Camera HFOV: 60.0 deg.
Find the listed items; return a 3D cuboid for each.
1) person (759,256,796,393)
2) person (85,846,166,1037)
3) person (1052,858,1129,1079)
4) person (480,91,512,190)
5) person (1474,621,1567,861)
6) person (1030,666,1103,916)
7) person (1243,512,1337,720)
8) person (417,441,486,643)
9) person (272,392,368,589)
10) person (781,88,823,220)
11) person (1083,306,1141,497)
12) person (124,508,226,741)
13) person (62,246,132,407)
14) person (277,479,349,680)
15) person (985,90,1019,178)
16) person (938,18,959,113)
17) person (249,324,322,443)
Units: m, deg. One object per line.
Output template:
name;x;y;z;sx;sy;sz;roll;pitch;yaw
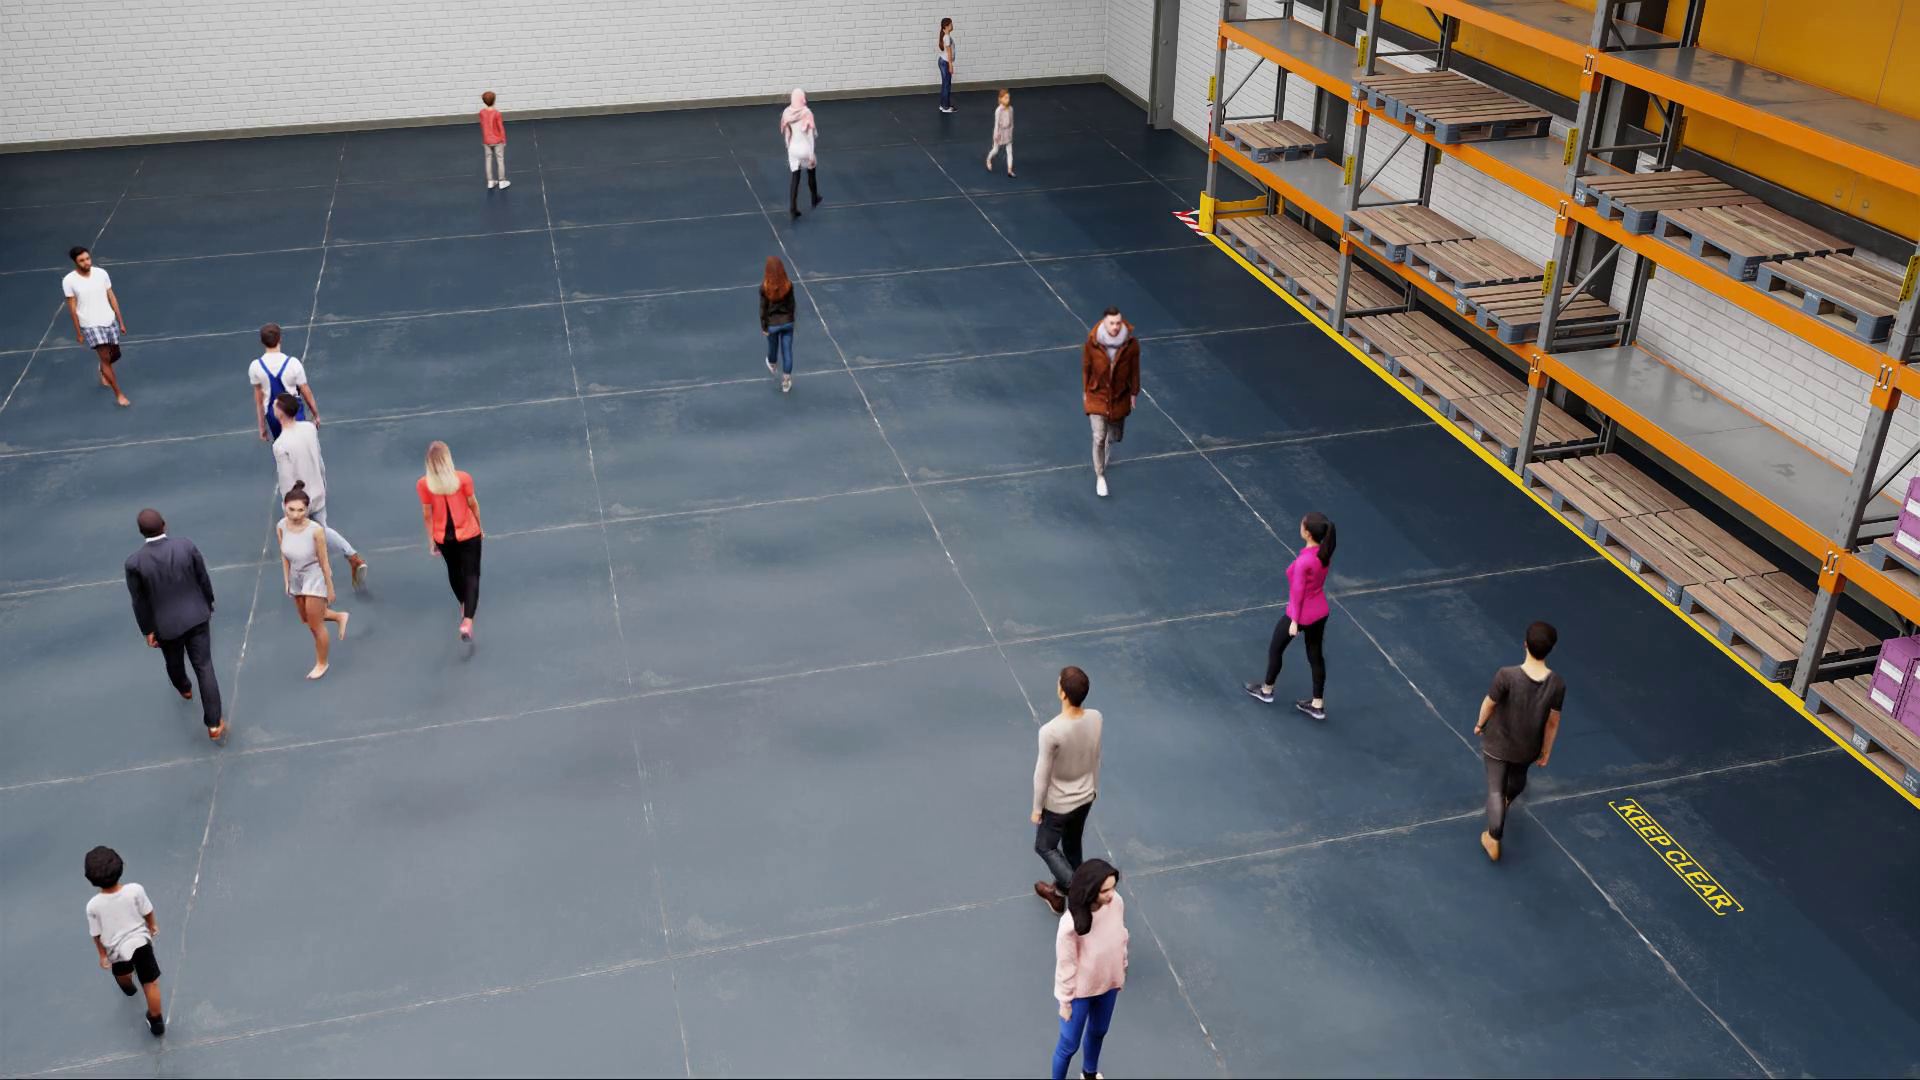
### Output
person;-1.928;-2.293;17.878;0.563;1.444;0.928;-6;29;-12
person;-4.786;2.344;9.598;0.695;1.232;0.900;-20;35;-32
person;0.679;2.399;8.941;0.710;1.765;0.679;-20;34;-32
person;-6.890;-5.906;24.533;0.579;1.415;0.597;6;29;11
person;3.656;1.351;10.960;0.849;1.672;1.094;3;29;5
person;0.704;1.635;10.245;0.864;1.858;1.007;-20;34;-32
person;2.640;0.597;12.336;0.984;1.678;0.841;26;38;38
person;-4.065;0.031;13.385;0.712;1.666;1.135;-3;29;-5
person;-5.441;-0.374;13.969;1.117;1.819;1.136;9;30;17
person;-2.249;-5.324;23.115;1.071;1.751;1.262;9;30;16
person;1.395;-1.368;15.798;0.840;1.812;1.126;-1;29;-3
person;-5.670;0.644;12.148;0.854;1.775;1.249;-14;31;-23
person;-9.158;-2.300;17.621;1.131;1.703;0.994;22;36;35
person;-5.031;0.274;13.005;0.841;1.604;0.946;11;30;19
person;0.614;-6.160;25.127;0.751;1.291;0.997;-19;34;-31
person;-0.229;-8.160;28.511;0.598;1.562;0.464;-6;29;-11
person;-6.167;-1.032;15.192;0.719;1.803;1.208;-5;29;-10
